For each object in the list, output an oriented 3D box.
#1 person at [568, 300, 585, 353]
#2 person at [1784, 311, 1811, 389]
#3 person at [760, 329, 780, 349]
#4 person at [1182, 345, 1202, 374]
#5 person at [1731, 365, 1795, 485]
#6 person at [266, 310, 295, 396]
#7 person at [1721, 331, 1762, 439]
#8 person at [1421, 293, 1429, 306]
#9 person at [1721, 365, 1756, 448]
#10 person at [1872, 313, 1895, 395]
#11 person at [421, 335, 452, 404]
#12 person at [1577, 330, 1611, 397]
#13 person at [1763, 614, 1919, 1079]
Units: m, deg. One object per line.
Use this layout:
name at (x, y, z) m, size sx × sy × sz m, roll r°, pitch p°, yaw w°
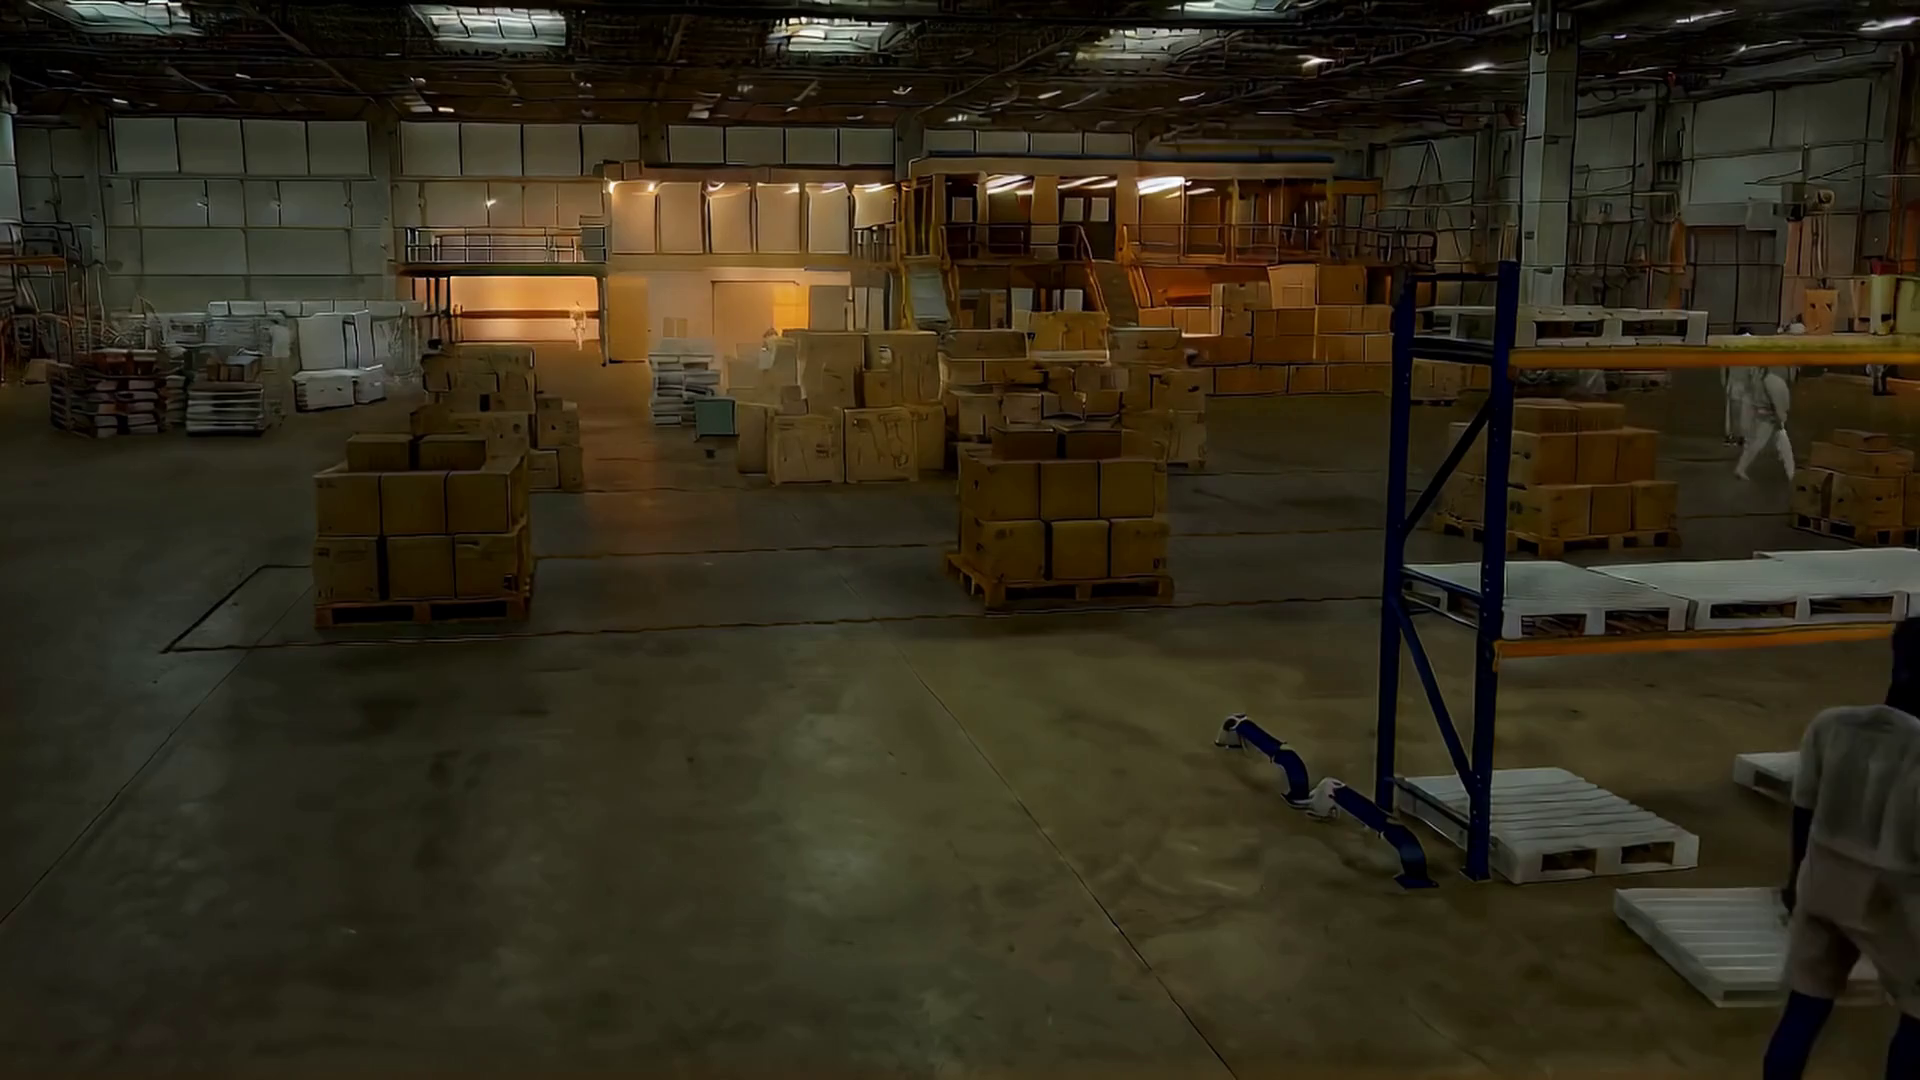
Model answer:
person at (-13.453, -7.487, 58.355) m, size 0.583 × 1.871 × 0.472 m, roll -2°, pitch 10°, yaw -15°
person at (20.693, -4.700, 41.140) m, size 0.643 × 1.933 × 0.437 m, roll 6°, pitch 11°, yaw 33°
person at (-3.073, -2.443, 27.204) m, size 0.388 × 1.992 × 0.625 m, roll 0°, pitch 9°, yaw -2°
person at (3.708, -2.336, 27.357) m, size 0.538 × 1.736 × 0.769 m, roll -5°, pitch 10°, yaw -27°
person at (11.245, -1.653, 23.034) m, size 0.980 × 1.798 × 0.617 m, roll 8°, pitch 12°, yaw 40°
person at (-15.808, -4.319, 38.617) m, size 0.616 × 2.013 × 0.916 m, roll 1°, pitch 9°, yaw 8°
person at (13.729, -2.720, 29.245) m, size 0.639 × 1.885 × 1.002 m, roll 4°, pitch 10°, yaw 25°
person at (18.122, -8.622, 64.869) m, size 0.375 × 1.995 × 0.611 m, roll 4°, pitch 10°, yaw 22°
person at (13.009, -2.405, 27.743) m, size 0.299 × 1.743 × 0.486 m, roll -3°, pitch 10°, yaw -19°
person at (21.809, -4.379, 39.210) m, size 0.375 × 1.928 × 0.542 m, roll -3°, pitch 10°, yaw -19°
person at (-8.813, -2.516, 28.036) m, size 0.533 × 1.868 × 0.310 m, roll -6°, pitch 11°, yaw -34°
person at (14.760, -4.256, 38.583) m, size 0.870 × 1.897 × 0.589 m, roll -2°, pitch 9°, yaw -10°
person at (2.985, 1.171, 5.373) m, size 0.849 × 1.916 × 0.757 m, roll -3°, pitch 10°, yaw -20°
